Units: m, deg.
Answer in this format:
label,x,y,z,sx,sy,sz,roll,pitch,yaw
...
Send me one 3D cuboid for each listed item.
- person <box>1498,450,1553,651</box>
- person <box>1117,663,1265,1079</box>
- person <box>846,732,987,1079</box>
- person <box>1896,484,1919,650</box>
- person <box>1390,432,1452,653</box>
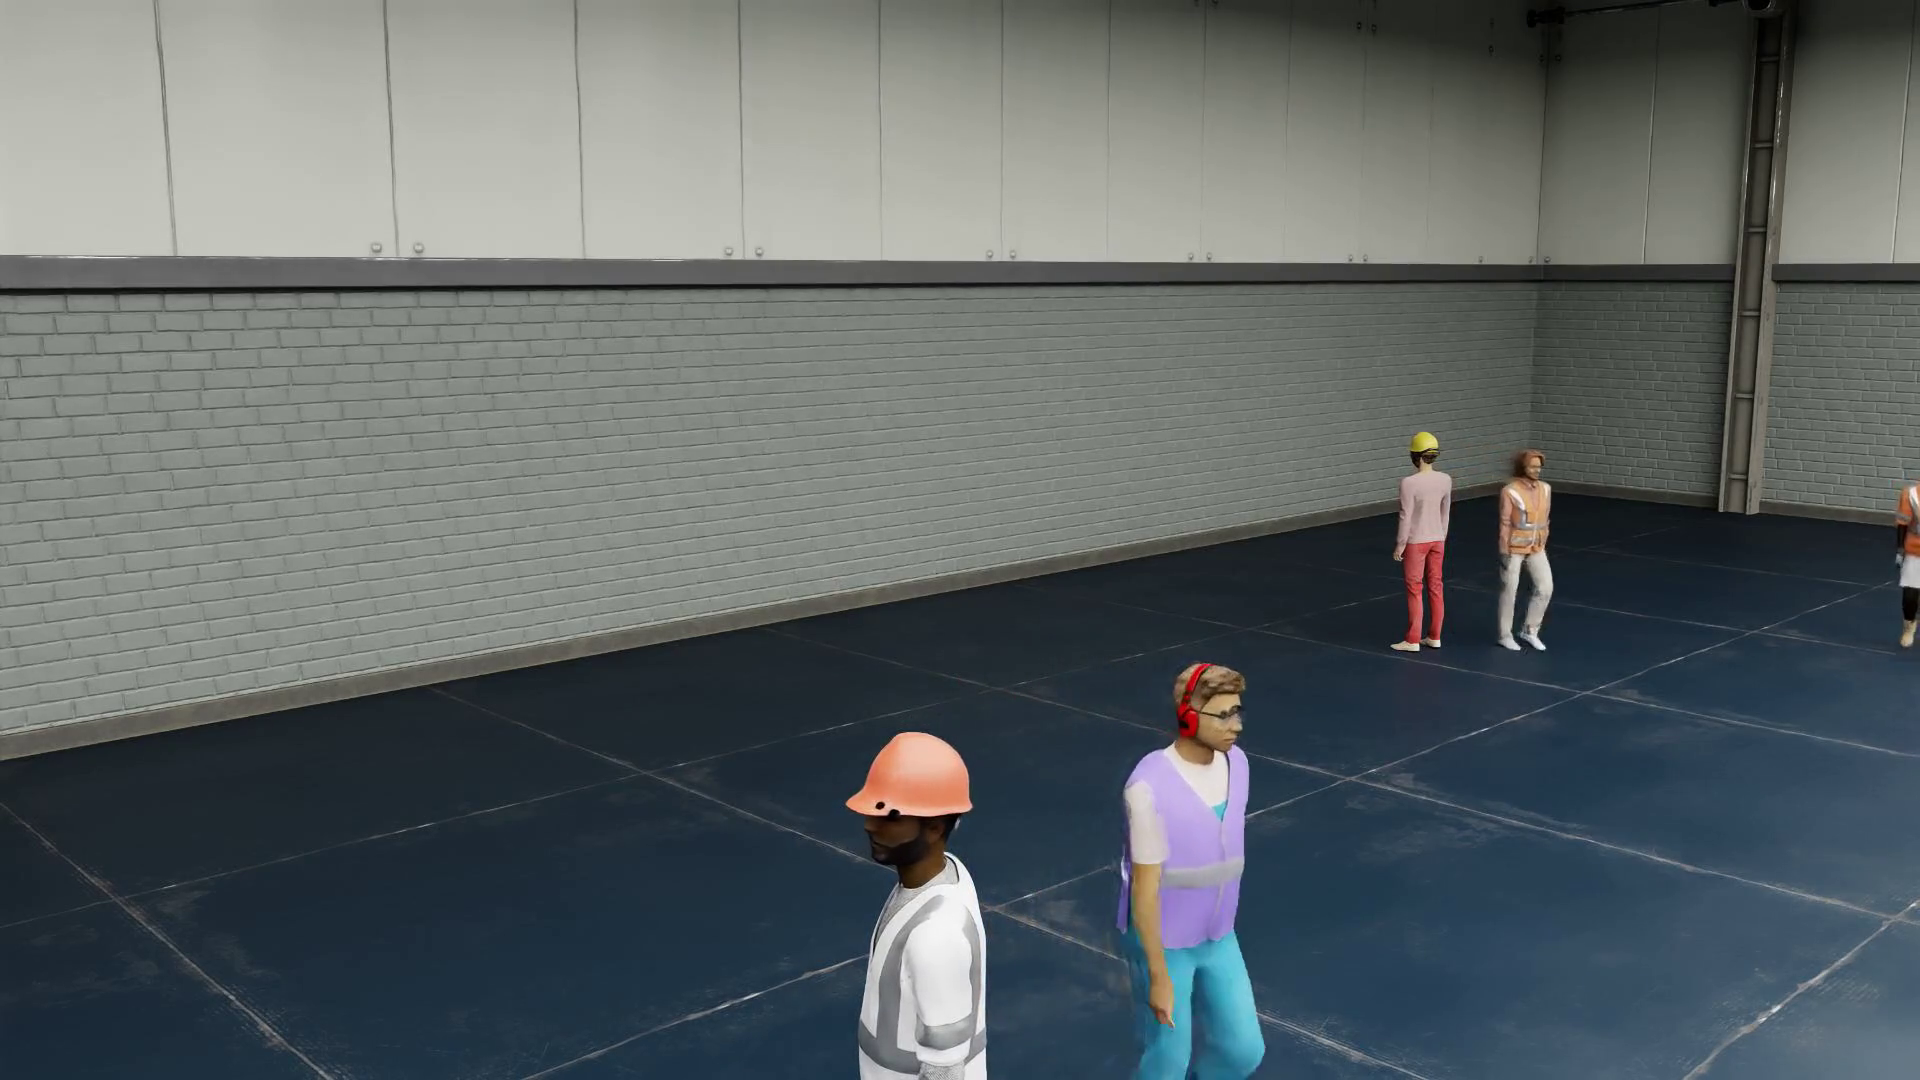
label,x,y,z,sx,sy,sz,roll,pitch,yaw
person,4.505,0.098,13.230,0.548,1.621,0.497,-4,10,-22
person,0.723,1.281,5.290,0.566,1.828,0.446,-8,12,-41
person,-0.108,1.414,4.100,0.347,1.942,0.545,-1,9,-5
person,7.559,0.118,12.921,0.538,1.689,0.420,5,11,30
person,3.682,0.022,13.285,0.522,1.769,0.311,-5,10,-29
